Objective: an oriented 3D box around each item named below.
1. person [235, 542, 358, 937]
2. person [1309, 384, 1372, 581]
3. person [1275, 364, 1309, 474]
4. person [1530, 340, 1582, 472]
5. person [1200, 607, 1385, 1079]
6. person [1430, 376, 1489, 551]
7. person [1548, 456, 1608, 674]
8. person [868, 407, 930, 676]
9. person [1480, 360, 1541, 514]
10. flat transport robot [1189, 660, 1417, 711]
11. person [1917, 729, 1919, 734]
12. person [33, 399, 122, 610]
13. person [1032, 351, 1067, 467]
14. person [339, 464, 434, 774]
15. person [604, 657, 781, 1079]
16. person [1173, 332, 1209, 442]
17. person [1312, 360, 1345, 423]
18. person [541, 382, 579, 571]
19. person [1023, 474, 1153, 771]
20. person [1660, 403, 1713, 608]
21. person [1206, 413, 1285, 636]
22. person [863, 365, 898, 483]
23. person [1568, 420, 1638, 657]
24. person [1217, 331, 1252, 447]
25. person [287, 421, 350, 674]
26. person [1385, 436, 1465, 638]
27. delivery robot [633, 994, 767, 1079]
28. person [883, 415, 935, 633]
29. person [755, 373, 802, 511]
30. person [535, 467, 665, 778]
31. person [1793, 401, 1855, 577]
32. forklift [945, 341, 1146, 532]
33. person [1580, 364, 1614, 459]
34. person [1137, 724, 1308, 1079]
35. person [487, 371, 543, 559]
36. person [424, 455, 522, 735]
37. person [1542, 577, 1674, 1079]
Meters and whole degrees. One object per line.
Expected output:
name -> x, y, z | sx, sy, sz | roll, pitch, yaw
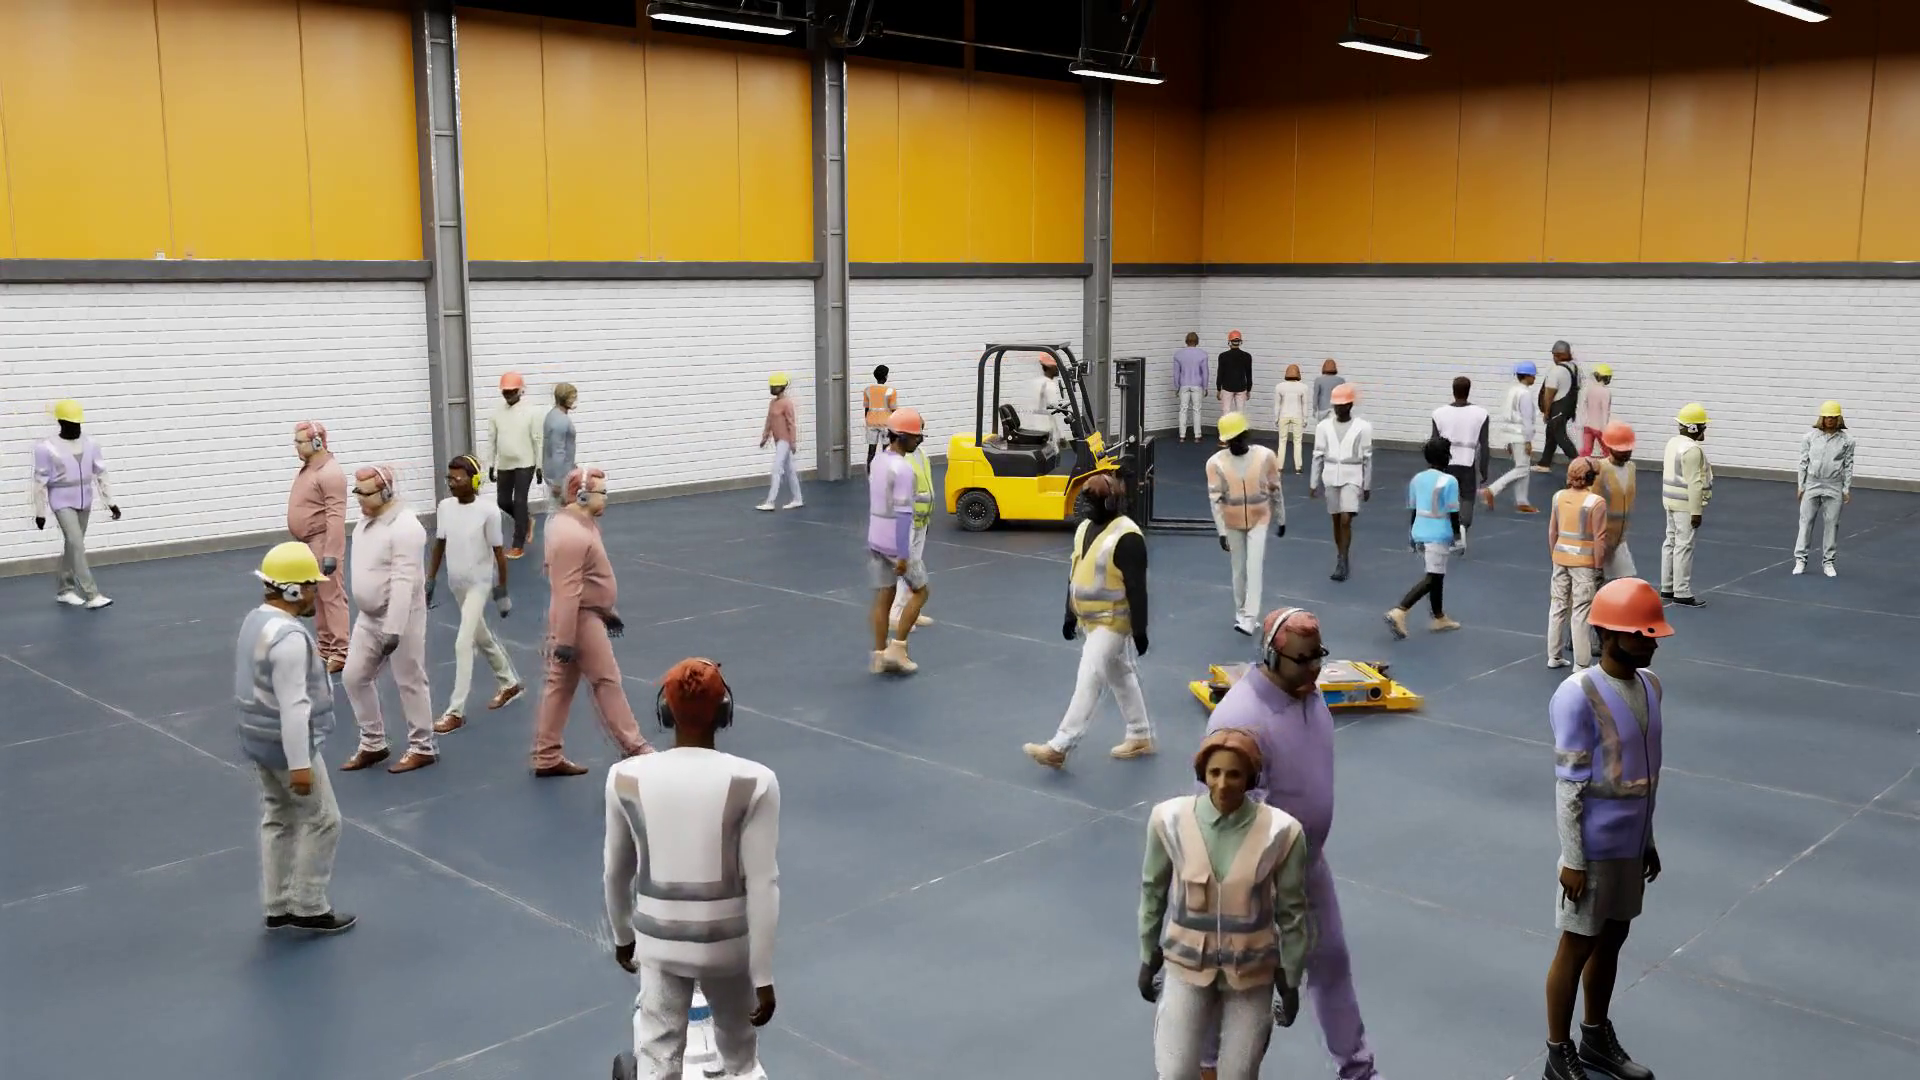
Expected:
person -> -3.011, 0.911, 7.511 | 0.449, 1.816, 0.631 | -7, 12, -37
person -> 3.683, -0.555, 16.232 | 0.563, 1.901, 0.859 | 5, 11, 28
person -> 4.914, -1.791, 24.685 | 0.497, 1.627, 0.288 | 3, 10, 18
person -> 8.881, -1.968, 24.488 | 0.686, 2.000, 0.956 | -8, 12, -41
person -> 1.203, 1.167, 5.858 | 0.632, 1.857, 0.931 | -8, 13, -42
person -> 5.308, -0.782, 17.712 | 0.608, 1.879, 0.641 | 3, 10, 17
person -> 4.626, 0.190, 12.483 | 0.315, 1.641, 0.515 | -4, 10, -25
person -> -0.456, 0.020, 12.383 | 0.507, 2.016, 0.599 | -6, 11, -31
person -> 6.828, -1.257, 20.480 | 0.700, 1.928, 0.618 | 1, 9, 5
flat transport robot -> 2.378, 1.017, 11.604 | 1.431, 0.197, 0.652 | -1, 9, -7
person -> 6.440, 0.402, 10.635 | 0.837, 1.814, 0.547 | -2, 9, -11
person -> -7.829, -0.312, 14.820 | 0.946, 1.881, 0.596 | 4, 10, 23
person -> 1.217, -1.402, 21.153 | 1.020, 1.991, 0.630 | -2, 9, -13
person -> -3.469, 0.487, 9.937 | 0.649, 1.877, 0.629 | 7, 12, 39
person -> -0.856, 1.290, 5.187 | 0.599, 1.835, 0.993 | 1, 9, 5
person -> 4.047, -2.671, 29.115 | 0.631, 1.940, 0.372 | 3, 10, 20
person -> 5.900, -2.090, 26.603 | 0.520, 1.581, 0.851 | 1, 9, 7
person -> -3.933, -0.628, 16.684 | 0.609, 1.914, 0.621 | -4, 10, -22
person -> 0.808, 0.497, 10.121 | 0.970, 1.791, 0.653 | -4, 10, -22
person -> 6.546, -0.314, 14.985 | 0.404, 1.833, 0.590 | 0, 9, 1
person -> 2.368, -0.134, 13.806 | 0.648, 1.858, 0.856 | 2, 9, 10
person -> -1.119, -1.624, 23.459 | 0.529, 1.689, 0.321 | 4, 10, 21
person -> 4.983, -0.001, 12.875 | 0.558, 1.889, 0.619 | -5, 10, -26
person -> 4.674, -2.571, 28.362 | 0.610, 1.987, 0.402 | -1, 9, -8
person -> -4.831, 0.054, 12.511 | 0.409, 1.908, 0.638 | -7, 12, -38
person -> 3.843, -0.025, 13.705 | 0.780, 1.670, 0.535 | -3, 10, -18
delivery robot -> -0.892, 1.795, 5.674 | 0.477, 0.478, 0.707 | -4, 10, -20
person -> -0.429, -0.156, 13.996 | 0.429, 1.839, 0.634 | 4, 10, 25
person -> -2.329, -1.227, 20.907 | 0.825, 1.733, 0.540 | -5, 11, -29
person -> -2.132, 0.496, 9.882 | 0.876, 1.869, 0.646 | -3, 10, -17
person -> 8.541, -0.506, 16.437 | 0.484, 1.745, 0.298 | 4, 10, 24
forklift -> 0.977, -1.223, 19.452 | 2.313, 2.155, 1.214 | 2, 9, 11
person -> 8.795, -1.520, 22.689 | 0.794, 1.735, 0.547 | -3, 10, -15
person -> 0.826, 1.371, 5.259 | 0.536, 1.623, 0.388 | 2, 10, 13
person -> -4.677, -0.814, 17.612 | 0.632, 1.973, 0.689 | 2, 9, 12
person -> -3.279, 0.321, 11.160 | 0.533, 1.822, 0.989 | 5, 11, 29
person -> 2.373, 1.090, 6.059 | 0.545, 1.939, 0.354 | -7, 12, -37
